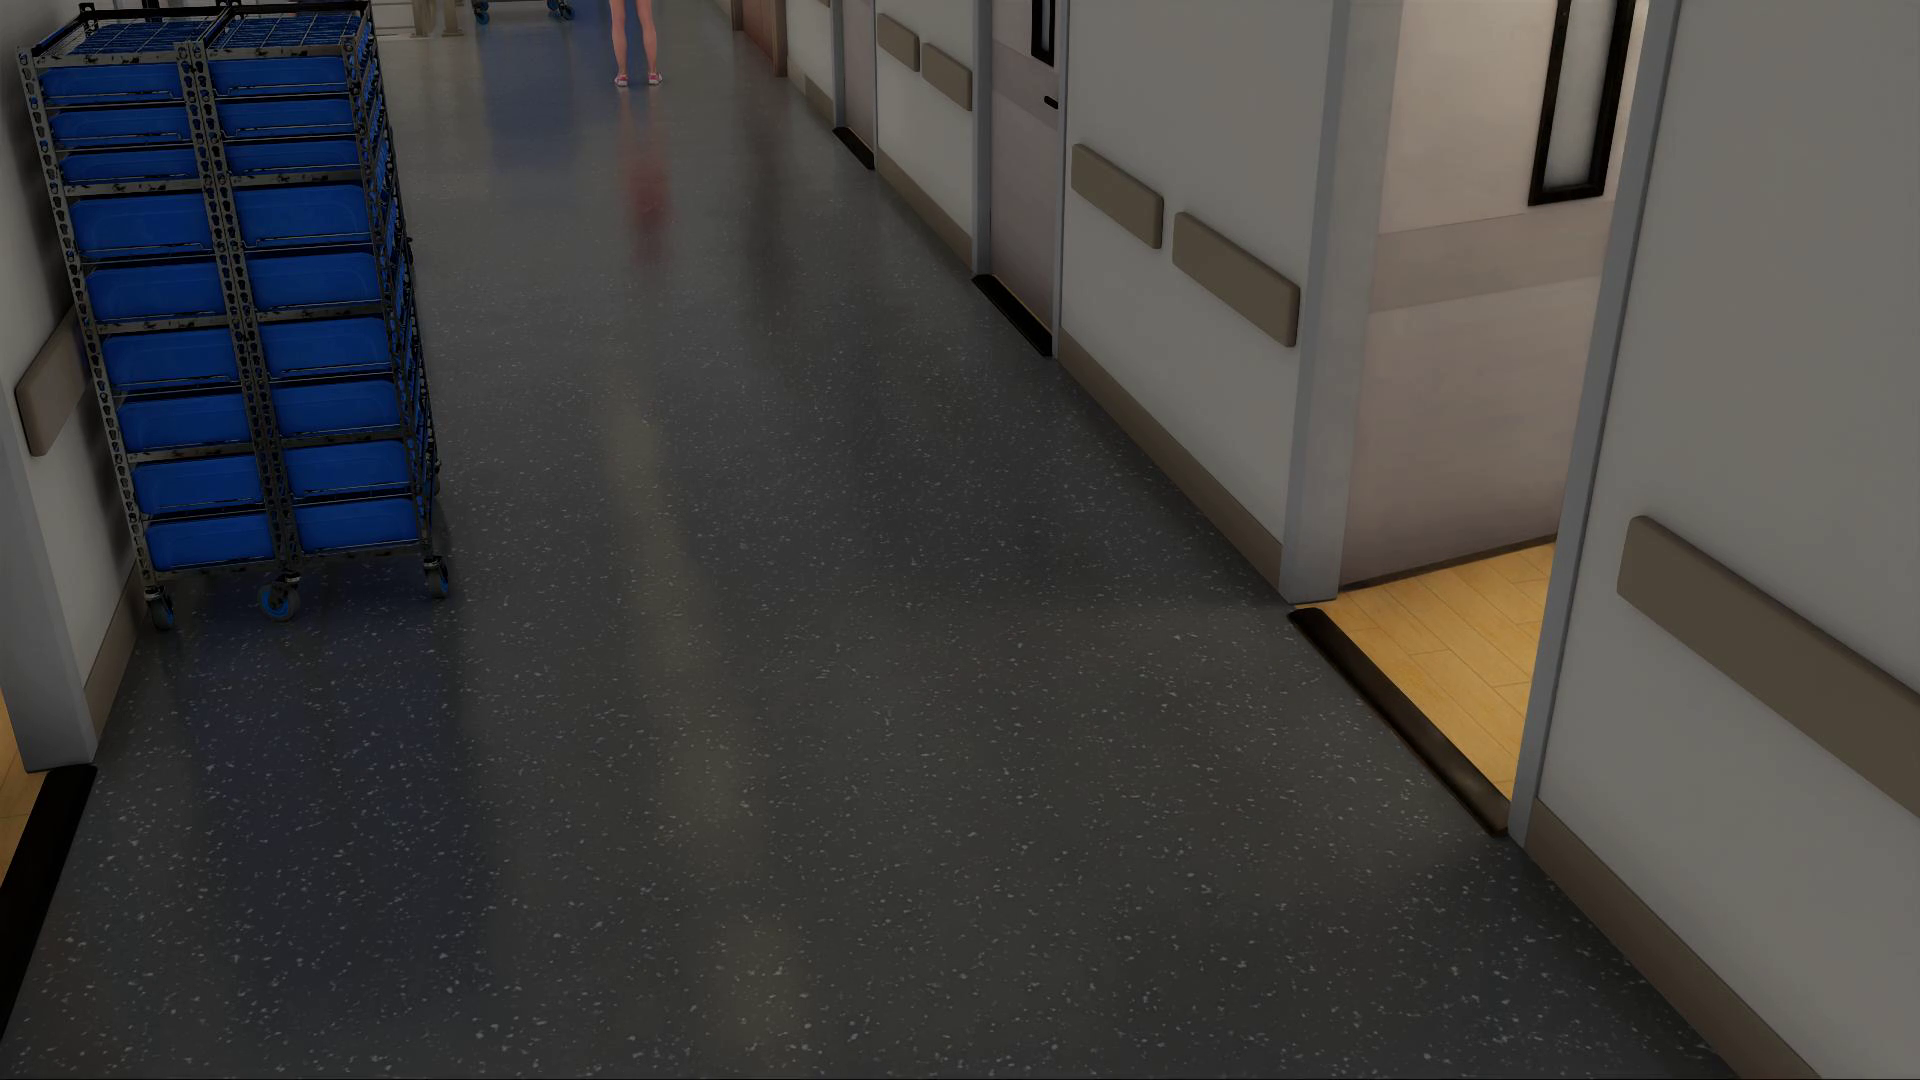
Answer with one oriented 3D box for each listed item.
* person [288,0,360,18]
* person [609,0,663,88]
[{"bbox_3d":[-3.868,-3.167,10.152,0.654,1.796,0.633,-21,33,-36],"label":"person"},{"bbox_3d":[-2.570,-4.413,12.805,0.571,1.752,0.546,-5,26,-10],"label":"person"}]
